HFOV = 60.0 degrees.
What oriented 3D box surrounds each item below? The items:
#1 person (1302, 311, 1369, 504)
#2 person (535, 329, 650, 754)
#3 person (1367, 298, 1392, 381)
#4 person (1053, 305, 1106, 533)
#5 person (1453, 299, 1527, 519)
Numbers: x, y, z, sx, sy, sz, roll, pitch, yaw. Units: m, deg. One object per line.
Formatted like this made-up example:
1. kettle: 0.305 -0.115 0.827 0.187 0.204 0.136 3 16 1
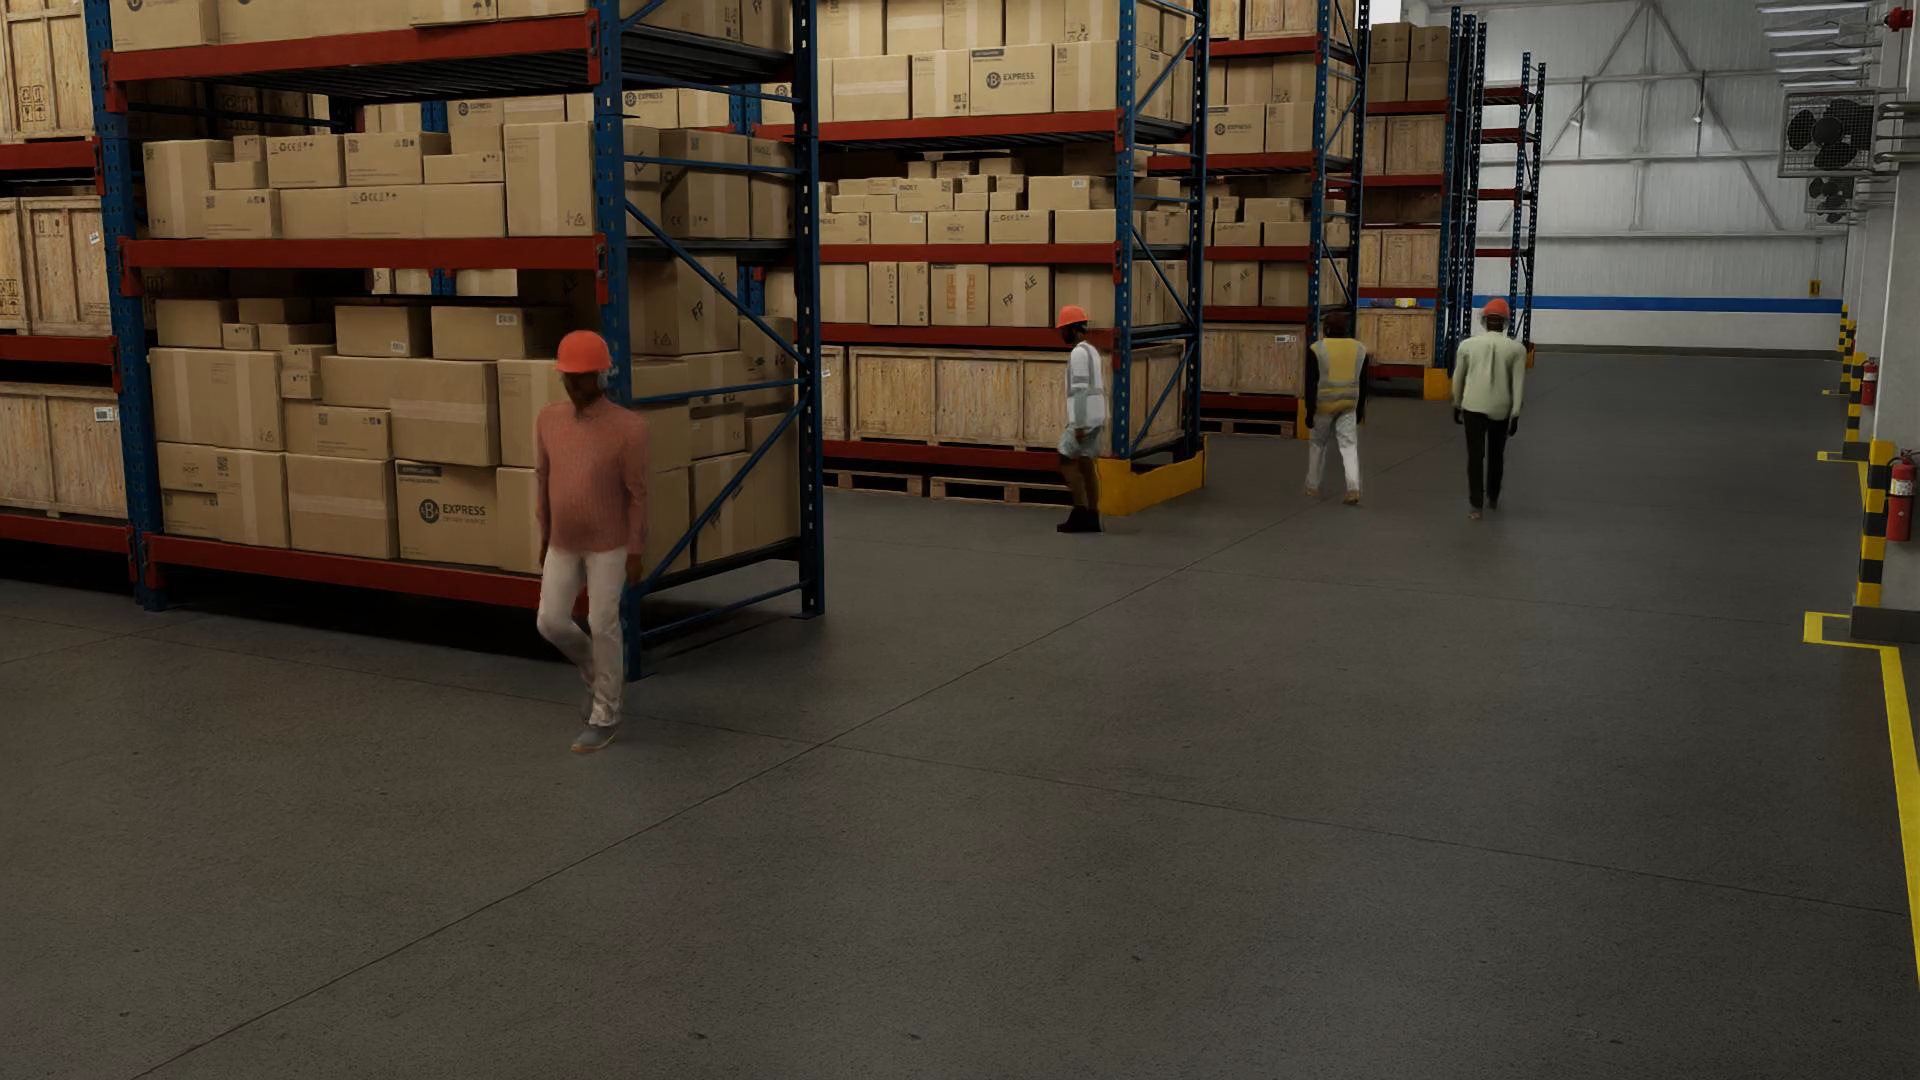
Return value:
1. person: 3.521 -1.238 15.566 0.653 1.803 0.945 -2 10 -10
2. person: -1.730 0.002 7.814 0.625 1.982 0.467 4 11 22
3. person: 7.516 -3.847 30.340 0.887 1.901 0.628 6 11 30
4. person: 1.000 -1.005 13.923 0.496 1.900 0.583 4 10 20
5. person: 4.701 -1.173 14.821 0.607 1.932 1.080 3 10 15
